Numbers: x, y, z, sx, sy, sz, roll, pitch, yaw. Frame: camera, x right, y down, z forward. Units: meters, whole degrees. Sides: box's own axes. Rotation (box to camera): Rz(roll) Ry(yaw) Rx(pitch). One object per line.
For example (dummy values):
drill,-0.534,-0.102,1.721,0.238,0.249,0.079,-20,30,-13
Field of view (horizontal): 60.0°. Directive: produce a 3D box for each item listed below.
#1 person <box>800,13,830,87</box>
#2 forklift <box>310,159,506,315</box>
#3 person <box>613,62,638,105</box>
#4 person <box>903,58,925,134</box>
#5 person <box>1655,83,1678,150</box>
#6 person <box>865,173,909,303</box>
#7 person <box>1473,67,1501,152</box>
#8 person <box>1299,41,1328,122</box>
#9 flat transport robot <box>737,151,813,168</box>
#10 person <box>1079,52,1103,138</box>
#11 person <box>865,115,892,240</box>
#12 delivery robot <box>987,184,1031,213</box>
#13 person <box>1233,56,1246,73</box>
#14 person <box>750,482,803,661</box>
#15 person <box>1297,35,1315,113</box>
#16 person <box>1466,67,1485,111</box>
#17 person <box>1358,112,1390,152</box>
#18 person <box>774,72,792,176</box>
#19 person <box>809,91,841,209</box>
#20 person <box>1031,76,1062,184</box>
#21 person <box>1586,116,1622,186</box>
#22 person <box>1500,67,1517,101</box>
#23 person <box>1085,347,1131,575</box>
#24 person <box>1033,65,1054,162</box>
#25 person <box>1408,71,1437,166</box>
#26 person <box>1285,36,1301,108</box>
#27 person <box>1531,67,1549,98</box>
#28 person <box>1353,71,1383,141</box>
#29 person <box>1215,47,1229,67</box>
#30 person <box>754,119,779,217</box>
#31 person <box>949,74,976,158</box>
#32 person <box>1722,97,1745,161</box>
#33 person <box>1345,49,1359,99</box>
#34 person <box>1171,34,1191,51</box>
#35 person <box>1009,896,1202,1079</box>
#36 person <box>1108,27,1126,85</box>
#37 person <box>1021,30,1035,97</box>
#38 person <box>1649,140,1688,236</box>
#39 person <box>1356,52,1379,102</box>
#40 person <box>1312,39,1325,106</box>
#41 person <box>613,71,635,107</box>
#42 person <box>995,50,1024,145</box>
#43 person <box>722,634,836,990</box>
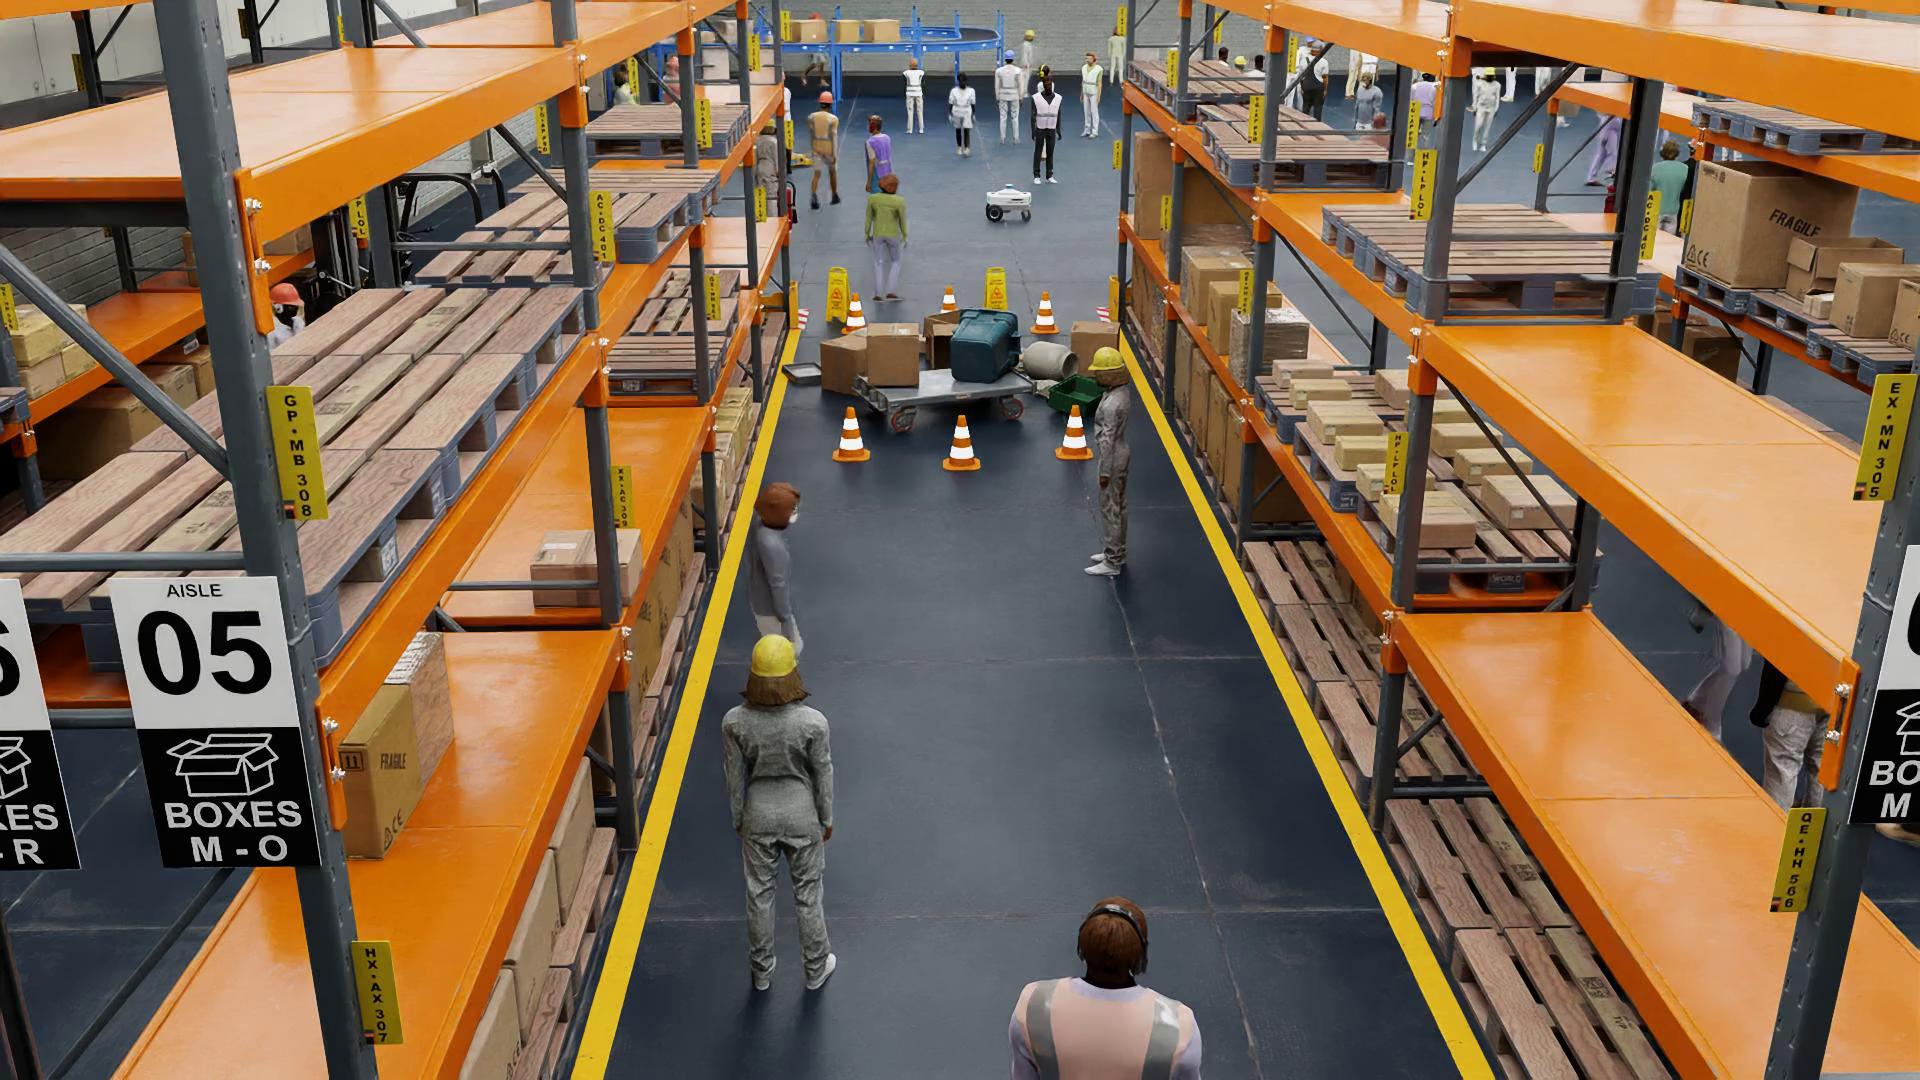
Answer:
person,-4.114,-13.851,47.001,0.857,2.019,0.620,10,23,24
forklift,-5.622,-2.910,17.832,2.313,2.155,1.214,-1,21,-1
person,-6.888,-8.937,34.318,0.523,1.804,0.951,-1,21,-2
person,-1.021,-9.879,37.021,0.512,1.642,0.312,-3,21,-8
person,14.515,-8.937,34.360,0.525,1.769,0.310,-3,21,-7
person,-0.936,-3.822,21.041,0.567,1.608,0.385,4,21,12
person,10.832,-8.866,34.224,0.479,1.718,0.455,3,21,7
person,7.829,-9.966,36.694,0.682,2.000,0.537,15,26,35
flat transport robot,-3.586,-7.349,32.237,0.652,0.197,1.431,19,28,41
person,2.877,-9.725,36.347,0.394,1.836,0.560,-18,27,-39
person,-1.221,-5.430,24.975,0.397,1.847,0.564,11,23,27
delivery robot,0.790,-5.470,26.749,0.707,0.478,0.477,0,21,0
person,6.001,-9.564,36.017,0.326,1.767,0.533,-5,21,-14
person,-1.089,0.410,9.872,0.332,1.604,0.540,-2,21,-6
person,8.440,-11.337,40.486,0.642,1.915,0.736,10,23,24
person,12.838,-11.605,41.265,0.350,1.878,0.568,0,21,0
person,6.249,-5.447,24.954,0.672,1.892,0.419,5,21,13
person,-3.361,-7.812,31.144,0.366,1.939,0.542,7,22,17
person,-2.282,-6.505,27.760,0.560,1.902,0.960,6,22,16
person,1.560,-7.447,30.206,0.587,1.920,0.392,-7,22,-18
person,11.718,-7.248,29.740,0.818,1.868,0.672,8,22,20
person,14.370,-12.393,43.387,0.429,1.841,0.633,3,21,7
person,1.094,-0.583,12.330,0.322,1.734,0.487,6,21,15
person,1.672,-8.449,32.948,0.327,1.861,0.499,14,25,33
person,8.990,-8.234,32.292,0.586,1.919,0.403,10,23,25
person,7.958,-11.144,40.026,0.584,1.882,0.337,-14,25,-33
person,15.447,-12.653,44.043,0.647,1.864,0.412,7,22,19
person,7.555,-7.736,30.969,0.390,1.928,0.635,-12,24,-28
person,5.700,-9.884,36.672,0.414,1.905,0.605,-10,23,-25
person,-2.979,-5.698,25.832,0.492,1.741,0.322,13,24,30
person,0.038,-8.544,33.487,0.546,1.634,0.850,3,21,9
person,15.149,-8.254,32.322,0.371,1.934,0.627,-10,23,-26
person,10.452,-12.521,44.033,0.287,1.628,0.506,15,25,34
person,5.456,-11.536,40.852,0.620,2.044,0.411,-12,24,-29
person,0.477,1.976,5.409,0.622,1.845,0.429,5,21,13
person,4.475,-13.789,47.390,0.510,1.621,0.324,5,21,13
person,1.795,-12.740,44.491,0.388,1.714,0.785,4,21,10
person,9.144,-4.228,21.684,0.629,1.931,0.372,0,21,1
person,10.026,-11.458,40.908,0.564,1.847,0.395,-6,21,-15
person,9.142,-12.046,42.337,0.354,1.939,0.544,10,23,25
person,-6.463,-8.062,31.957,0.451,1.829,0.656,2,21,5
person,1.044,-9.362,35.229,0.603,1.949,0.384,2,21,6
person,-0.803,1.237,7.500,0.486,1.744,0.298,1,21,2
